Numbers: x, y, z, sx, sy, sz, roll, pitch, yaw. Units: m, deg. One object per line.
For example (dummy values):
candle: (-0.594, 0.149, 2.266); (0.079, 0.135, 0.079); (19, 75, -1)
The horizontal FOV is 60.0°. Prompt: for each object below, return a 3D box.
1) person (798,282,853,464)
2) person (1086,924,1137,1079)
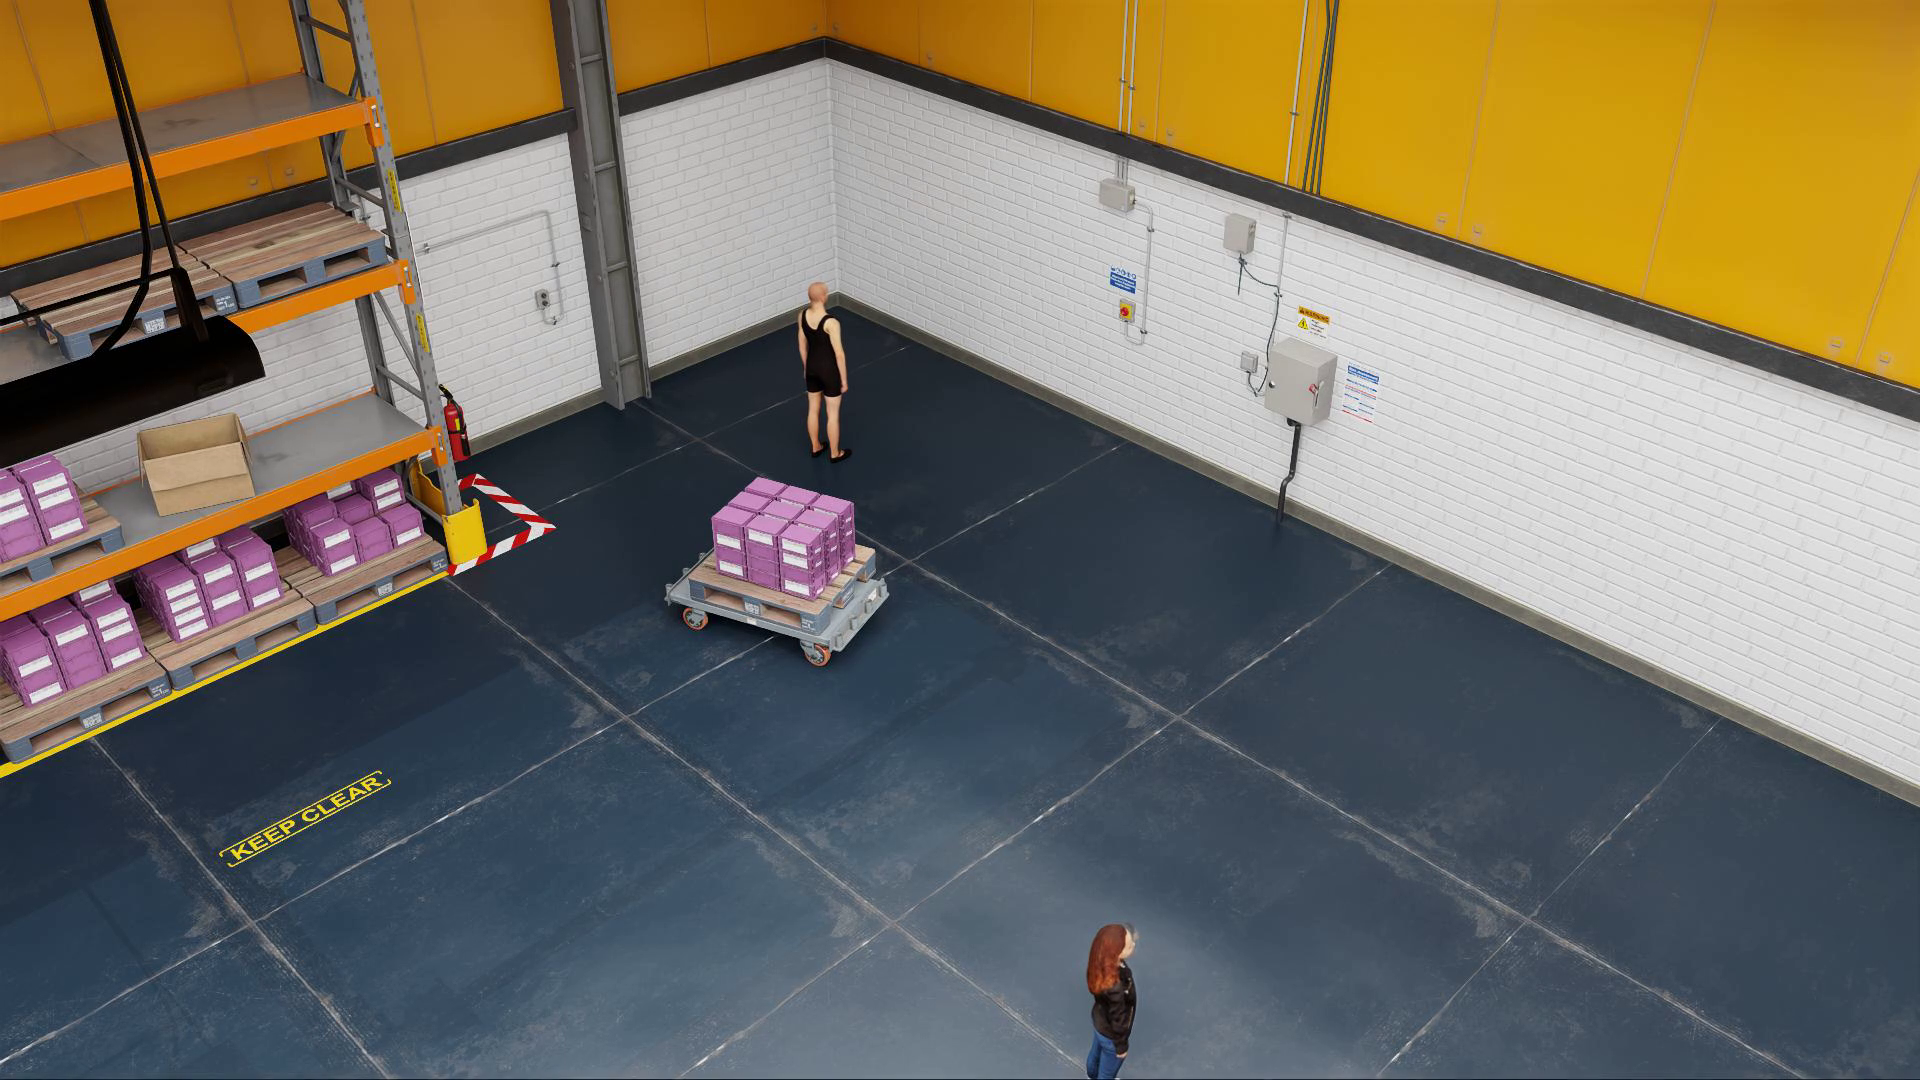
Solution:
person: (-1.289, -1.568, 15.543); (0.687, 1.815, 0.584); (20, 39, 27)
person: (0.845, 2.717, 9.396); (0.674, 1.484, 0.642); (-6, 34, -9)
